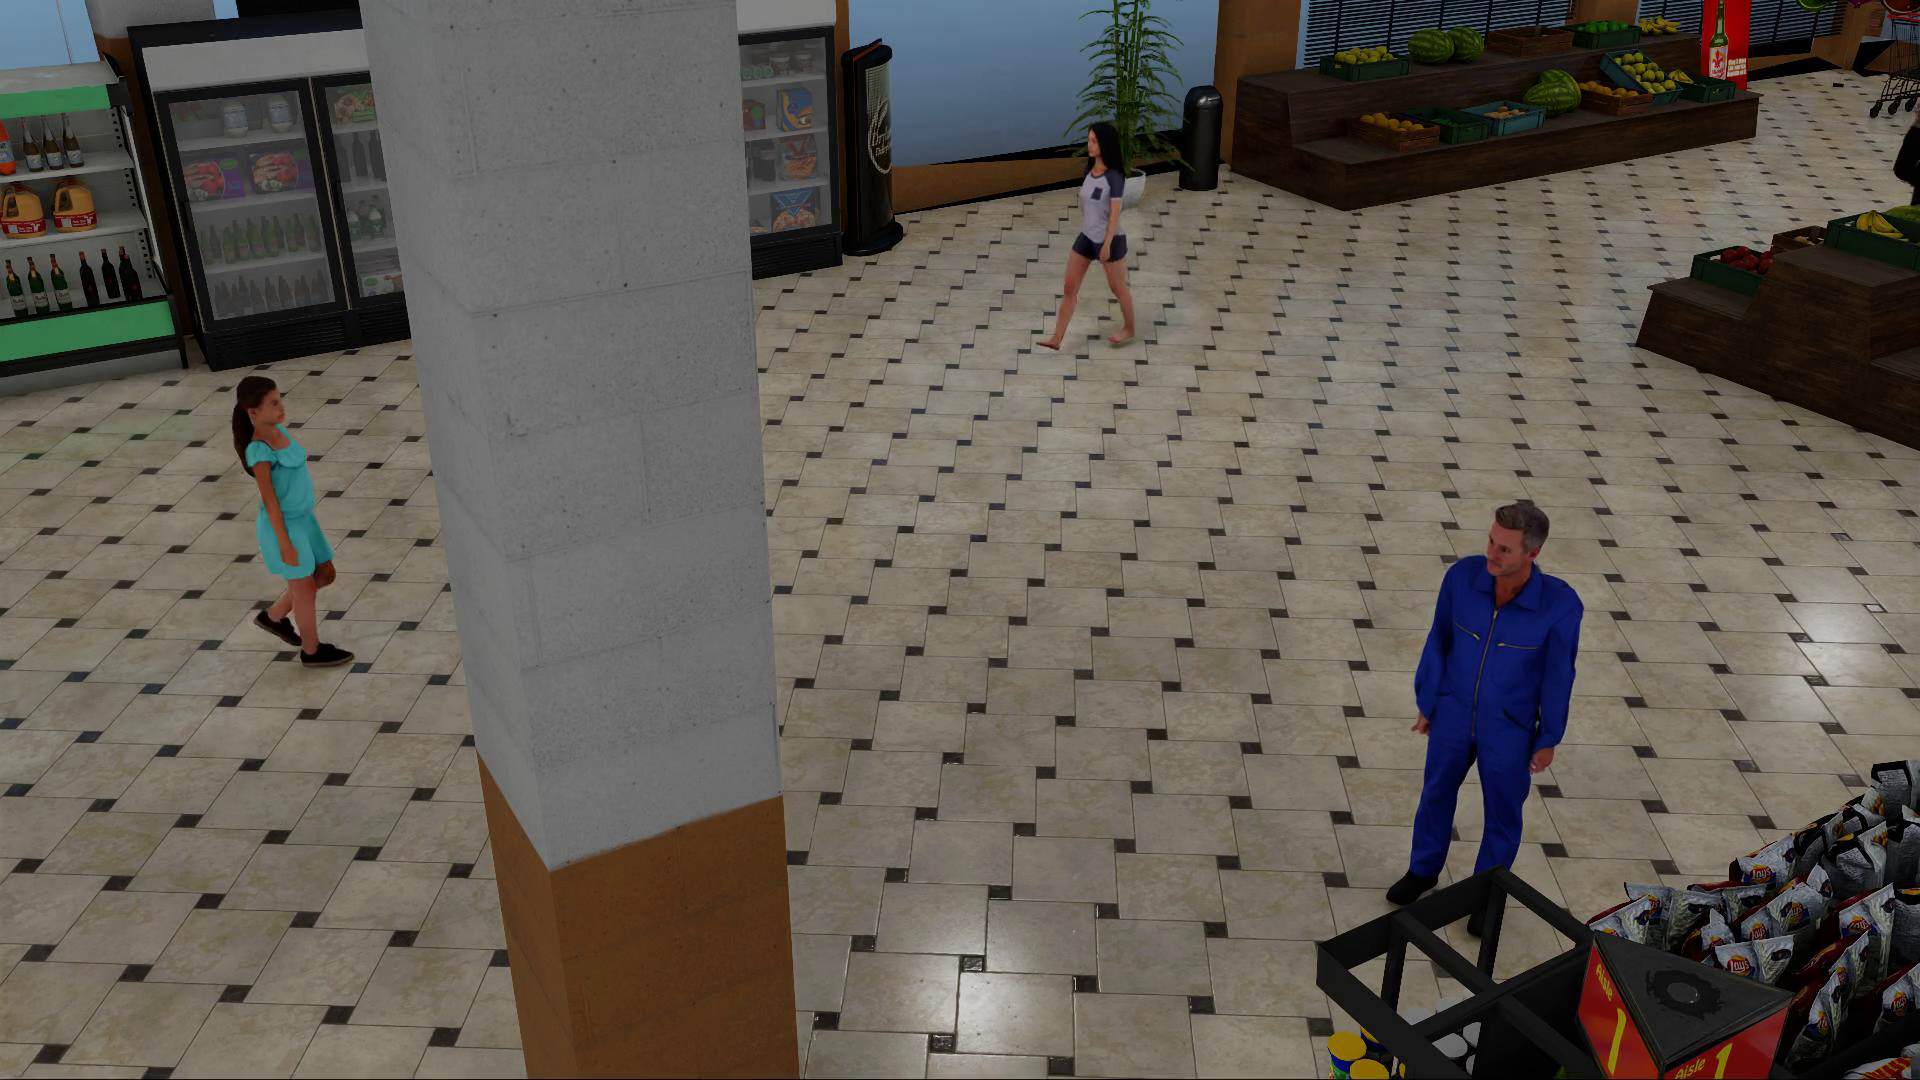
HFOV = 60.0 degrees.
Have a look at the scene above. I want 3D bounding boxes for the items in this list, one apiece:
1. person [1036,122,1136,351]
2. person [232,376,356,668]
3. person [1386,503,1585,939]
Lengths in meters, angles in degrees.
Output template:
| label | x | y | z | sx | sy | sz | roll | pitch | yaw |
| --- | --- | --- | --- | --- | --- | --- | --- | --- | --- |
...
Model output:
| label | x | y | z | sx | sy | sz | roll | pitch | yaw |
| --- | --- | --- | --- | --- | --- | --- | --- | --- | --- |
| person | 1.097 | -2.180 | 12.136 | 1.112 | 1.657 | 0.665 | -17 | 32 | -31 |
| person | -3.330 | -0.062 | 8.079 | 0.819 | 1.548 | 0.722 | 0 | 27 | -1 |
| person | 2.011 | 0.666 | 6.337 | 0.790 | 1.826 | 0.720 | 19 | 33 | 33 |
